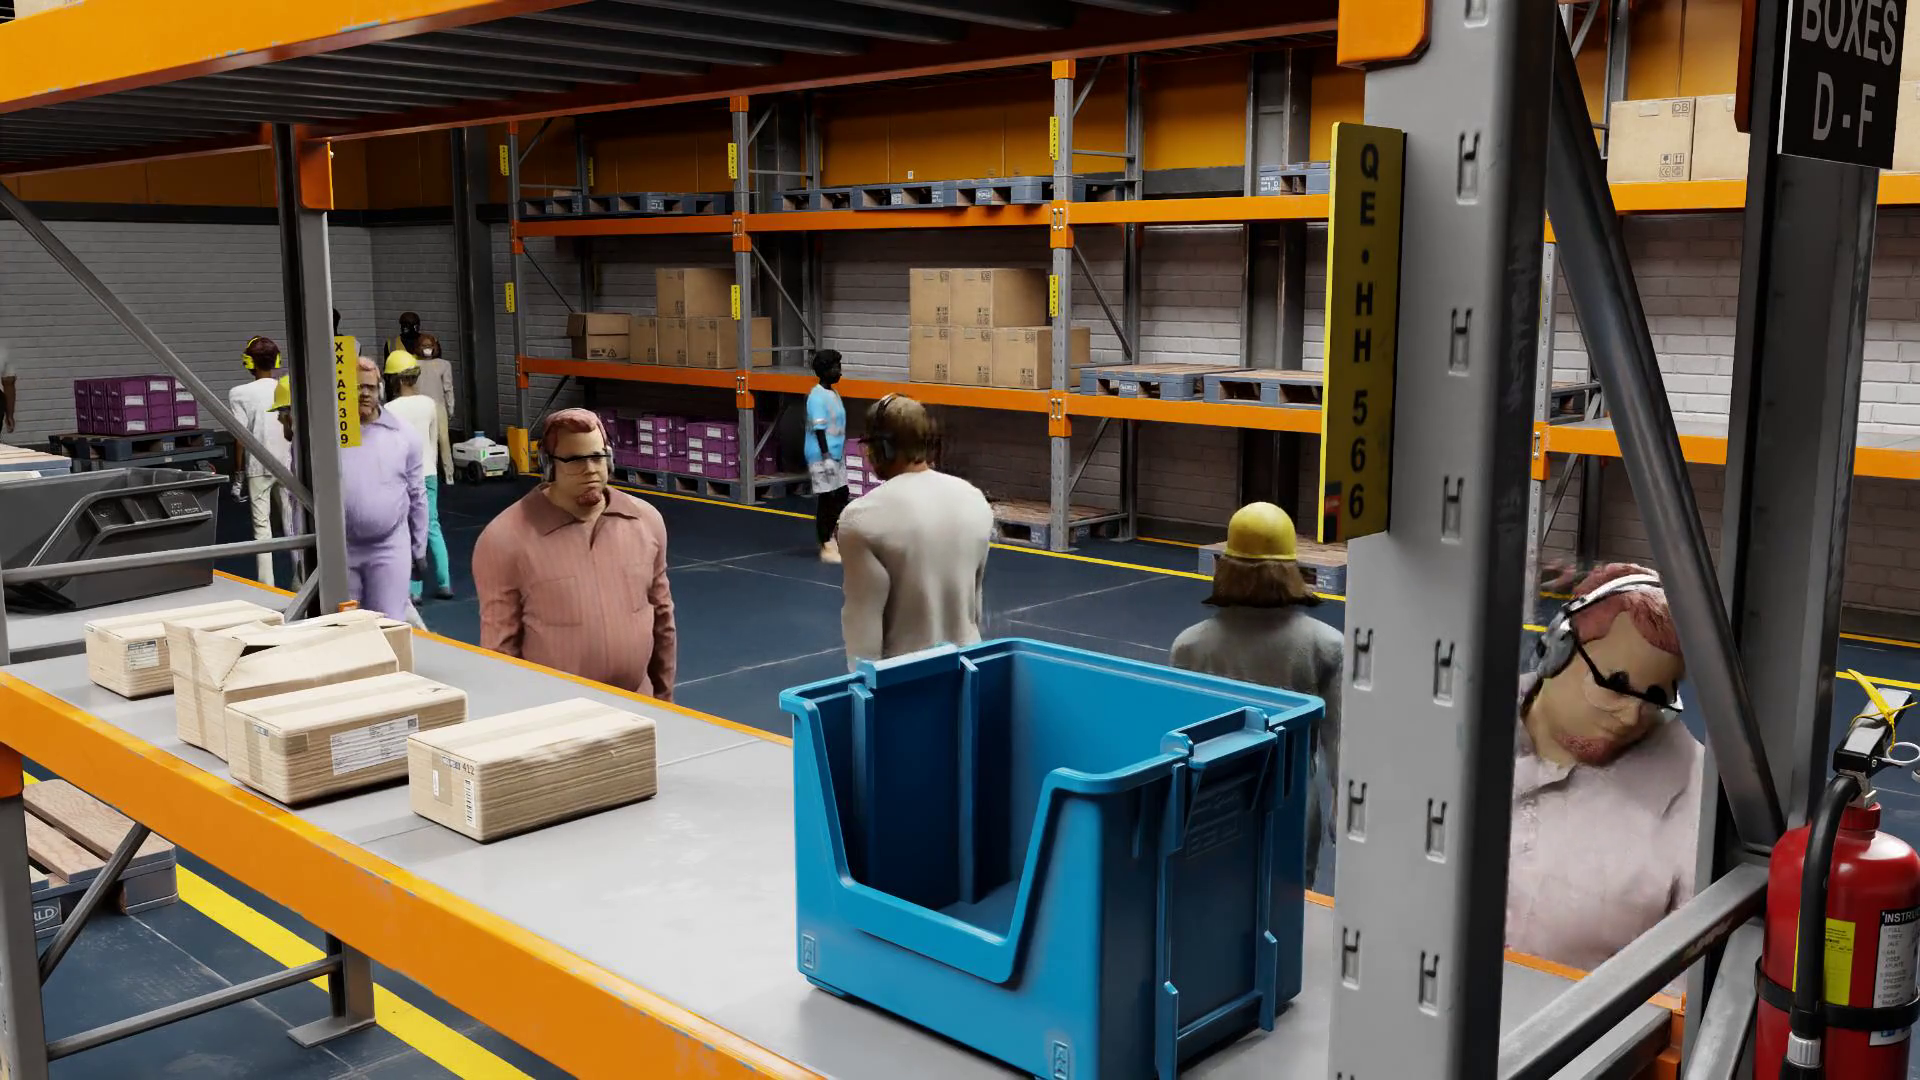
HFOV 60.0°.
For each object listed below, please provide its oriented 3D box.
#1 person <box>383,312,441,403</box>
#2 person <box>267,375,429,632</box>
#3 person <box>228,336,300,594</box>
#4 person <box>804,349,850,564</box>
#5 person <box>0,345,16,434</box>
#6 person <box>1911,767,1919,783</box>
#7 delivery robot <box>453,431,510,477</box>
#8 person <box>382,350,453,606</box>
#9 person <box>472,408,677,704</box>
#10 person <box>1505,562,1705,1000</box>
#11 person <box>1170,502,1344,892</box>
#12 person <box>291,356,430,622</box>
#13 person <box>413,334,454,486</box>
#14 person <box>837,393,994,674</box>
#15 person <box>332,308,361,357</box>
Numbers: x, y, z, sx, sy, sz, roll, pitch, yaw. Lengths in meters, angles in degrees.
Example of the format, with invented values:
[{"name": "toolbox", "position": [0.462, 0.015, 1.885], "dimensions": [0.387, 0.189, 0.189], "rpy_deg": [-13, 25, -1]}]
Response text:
[{"name": "person", "position": [-6.104, -1.623, 18.582], "dimensions": [0.634, 1.838, 0.429], "rpy_deg": [-2, 10, -13]}, {"name": "person", "position": [-3.326, -0.023, 9.045], "dimensions": [1.015, 1.767, 0.614], "rpy_deg": [-8, 12, -41]}, {"name": "person", "position": [-4.645, -0.431, 11.190], "dimensions": [0.532, 1.867, 0.315], "rpy_deg": [-9, 13, -43]}, {"name": "person", "position": [-1.034, -0.651, 13.080], "dimensions": [0.364, 1.697, 0.544], "rpy_deg": [2, 10, 14]}, {"name": "person", "position": [-9.332, -1.250, 15.679], "dimensions": [1.027, 2.000, 0.691], "rpy_deg": [7, 12, 37]}, {"name": "person", "position": [4.543, 0.205, 7.435], "dimensions": [0.591, 1.823, 0.405], "rpy_deg": [-8, 12, -40]}, {"name": "delivery robot", "position": [-5.187, -0.934, 17.992], "dimensions": [0.707, 0.478, 0.477], "rpy_deg": [9, 13, 44]}, {"name": "person", "position": [-3.798, -0.426, 11.474], "dimensions": [0.327, 1.767, 0.534], "rpy_deg": [4, 10, 21]}, {"name": "person", "position": [-1.159, 0.536, 5.184], "dimensions": [0.644, 1.900, 0.395], "rpy_deg": [-7, 12, -38]}, {"name": "person", "position": [0.930, 0.935, 2.829], "dimensions": [0.395, 1.873, 0.765], "rpy_deg": [-6, 11, -33]}, {"name": "person", "position": [0.798, 0.743, 4.541], "dimensions": [0.515, 1.680, 0.929], "rpy_deg": [0, 9, 2]}, {"name": "person", "position": [-2.987, 0.020, 8.331], "dimensions": [0.655, 1.885, 0.716], "rpy_deg": [-4, 10, -24]}, {"name": "person", "position": [-5.671, -1.384, 17.775], "dimensions": [0.518, 1.632, 0.345], "rpy_deg": [-2, 10, -14]}, {"name": "person", "position": [-0.191, 0.464, 5.559], "dimensions": [0.644, 1.904, 0.804], "rpy_deg": [-7, 11, -35]}, {"name": "person", "position": [-6.492, -1.455, 17.309], "dimensions": [0.377, 1.916, 0.599], "rpy_deg": [8, 12, 41]}]
